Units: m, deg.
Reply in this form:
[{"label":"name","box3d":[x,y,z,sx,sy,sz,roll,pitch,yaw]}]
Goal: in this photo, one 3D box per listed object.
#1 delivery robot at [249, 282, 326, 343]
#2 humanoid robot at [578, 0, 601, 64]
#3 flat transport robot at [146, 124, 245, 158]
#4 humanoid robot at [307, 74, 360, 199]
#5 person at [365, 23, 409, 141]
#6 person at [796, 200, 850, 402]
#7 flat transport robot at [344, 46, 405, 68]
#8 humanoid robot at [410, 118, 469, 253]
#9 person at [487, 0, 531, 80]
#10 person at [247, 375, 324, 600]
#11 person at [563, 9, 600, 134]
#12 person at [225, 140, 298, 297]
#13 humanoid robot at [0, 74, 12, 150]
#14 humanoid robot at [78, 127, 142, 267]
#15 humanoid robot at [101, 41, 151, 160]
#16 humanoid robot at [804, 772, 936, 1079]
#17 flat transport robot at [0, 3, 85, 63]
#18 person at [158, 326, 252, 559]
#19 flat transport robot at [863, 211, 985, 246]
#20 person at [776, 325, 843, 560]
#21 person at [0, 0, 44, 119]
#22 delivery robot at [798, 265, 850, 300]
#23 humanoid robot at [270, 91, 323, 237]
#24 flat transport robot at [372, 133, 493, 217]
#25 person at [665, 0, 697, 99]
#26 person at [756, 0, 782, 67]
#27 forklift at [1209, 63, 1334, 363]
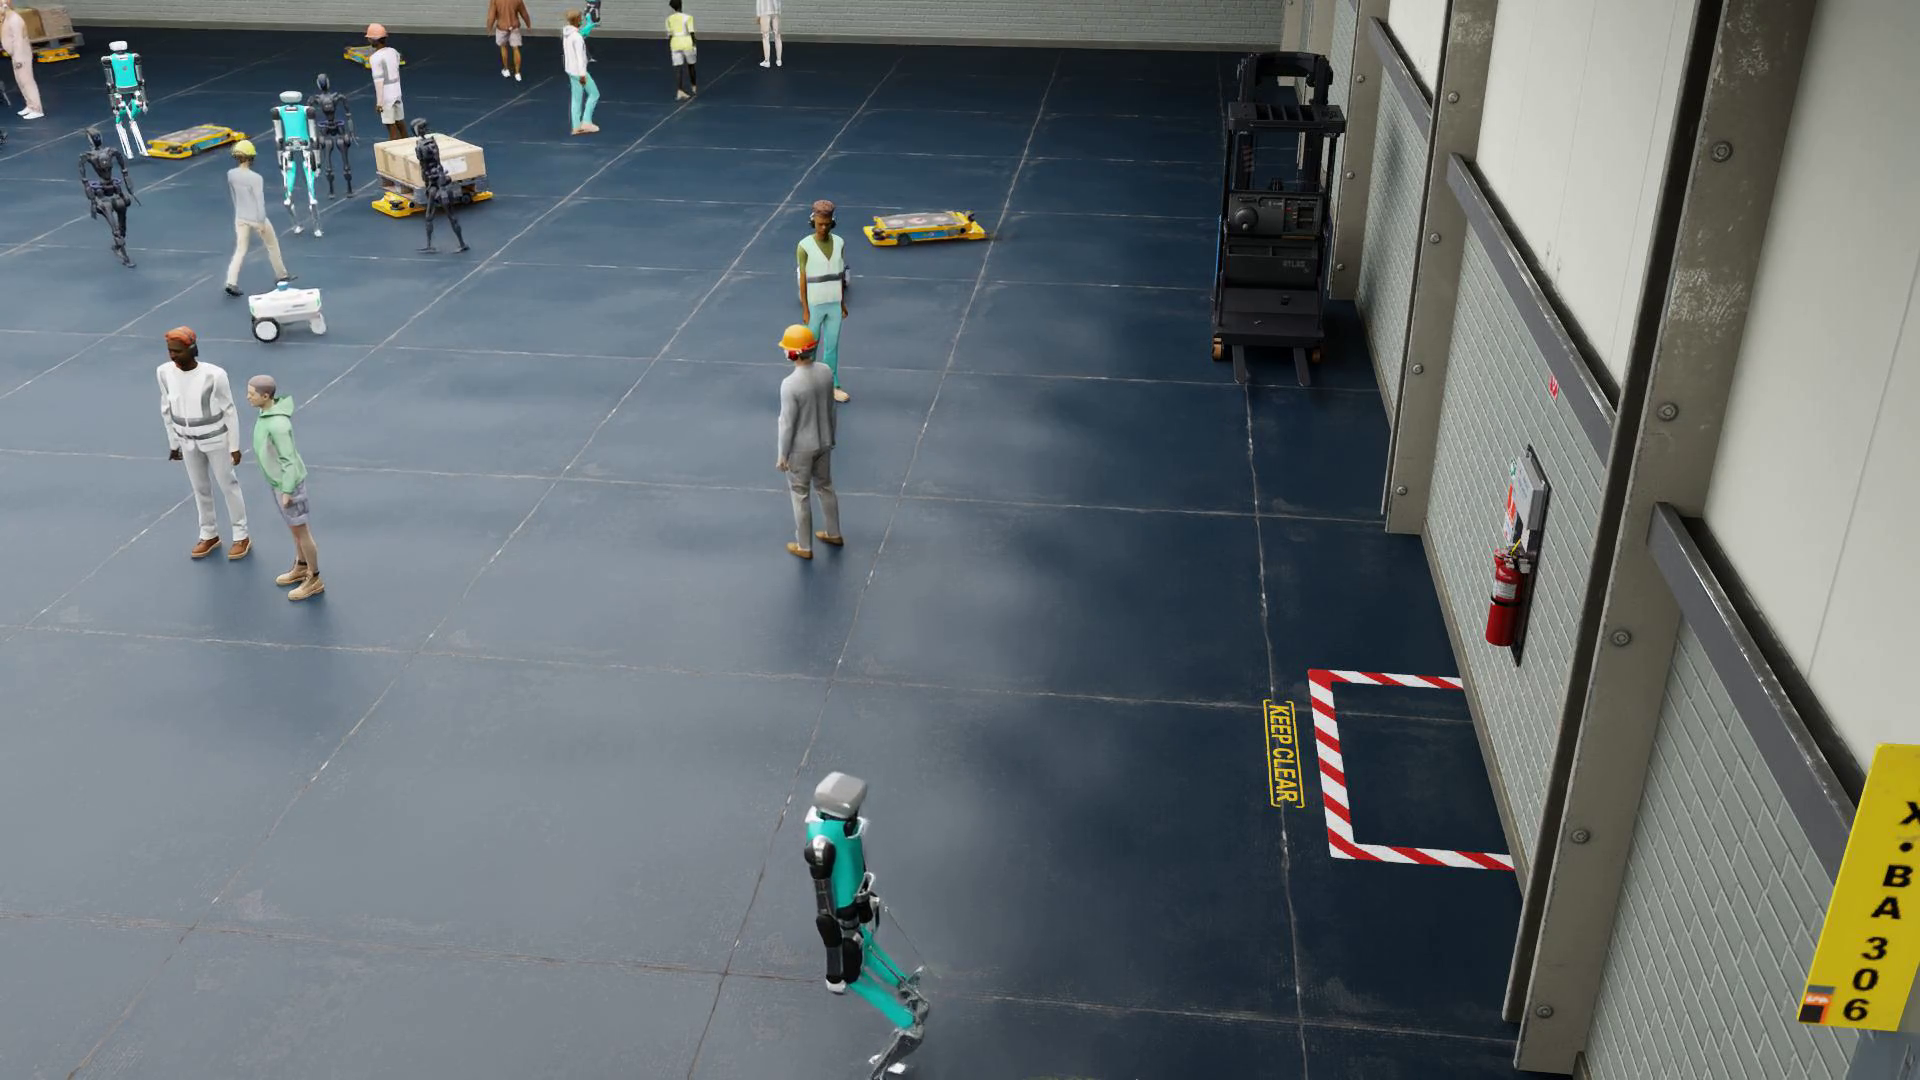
[{"label":"delivery robot","box3d":[-7.169,-2.447,17.697,0.785,0.587,0.499,-10,28,-20]},{"label":"humanoid robot","box3d":[-6.958,-9.628,30.799,0.775,1.854,0.540,-16,31,-29]},{"label":"flat transport robot","box3d":[-11.609,-6.039,25.194,0.659,0.231,1.431,9,28,17]},{"label":"humanoid robot","box3d":[-8.433,-5.441,22.422,0.590,1.657,0.349,-10,28,-19]},{"label":"person","box3d":[-8.208,-6.347,23.831,0.387,2.045,0.605,6,27,12]},{"label":"person","box3d":[-1.297,-2.241,15.707,0.484,1.979,0.403,-18,32,-31]},{"label":"flat transport robot","box3d":[-11.030,-9.092,31.288,0.659,0.231,1.431,-19,32,-33]},{"label":"humanoid robot","box3d":[-6.350,-4.271,20.107,0.619,1.633,0.611,-20,33,-35]},{"label":"person","box3d":[-8.104,-9.221,29.809,0.818,1.821,0.815,-10,28,-20]},{"label":"person","box3d":[-4.990,-0.403,12.299,0.341,1.742,0.472,-16,31,-29]},{"label":"person","box3d":[-5.878,-7.275,25.849,0.546,1.894,0.518,-18,32,-32]},{"label":"person","box3d":[-8.037,-3.635,18.780,0.527,1.715,0.927,10,28,19]},{"label":"humanoid robot","box3d":[-14.612,-6.733,25.043,0.613,1.625,0.750,0,27,0]},{"label":"humanoid robot","box3d":[-10.140,-4.105,19.843,0.794,1.645,0.583,20,33,34]},{"label":"humanoid robot","box3d":[-12.127,-6.411,24.148,0.533,1.677,0.735,-21,33,-36]},{"label":"humanoid robot","box3d":[-0.352,1.881,7.712,0.673,1.771,0.531,5,27,11]},{"label":"flat transport robot","box3d":[-17.531,-9.292,31.689,1.431,0.231,0.659,16,31,28]},{"label":"person","box3d":[-5.829,-0.743,12.822,0.572,1.882,0.360,4,27,7]},{"label":"flat transport robot","box3d":[-0.458,-3.928,20.981,1.431,0.231,0.659,-6,27,-13]},{"label":"person","box3d":[-1.178,-0.761,12.861,0.387,1.886,0.586,22,34,37]},{"label":"person","box3d":[-15.221,-7.807,26.913,0.400,1.896,0.681,-18,32,-32]},{"label":"delivery robot","box3d":[-1.583,-3.058,18.910,0.499,0.583,0.767,6,27,12]},{"label":"humanoid robot","box3d":[-8.285,-4.658,20.799,0.531,1.764,0.763,-4,27,-7]},{"label":"flat transport robot","box3d":[-7.093,-4.616,22.353,1.431,0.231,0.659,-23,35,-38]},{"label":"person","box3d":[-4.707,-8.401,28.365,0.576,1.639,0.850,5,27,9]},{"label":"person","box3d":[-3.525,-9.711,30.730,0.496,1.879,0.400,-13,29,-24]},{"label":"forklift","box3d":[3.241,-3.477,17.183,1.129,2.768,1.873,3,27,6]}]
